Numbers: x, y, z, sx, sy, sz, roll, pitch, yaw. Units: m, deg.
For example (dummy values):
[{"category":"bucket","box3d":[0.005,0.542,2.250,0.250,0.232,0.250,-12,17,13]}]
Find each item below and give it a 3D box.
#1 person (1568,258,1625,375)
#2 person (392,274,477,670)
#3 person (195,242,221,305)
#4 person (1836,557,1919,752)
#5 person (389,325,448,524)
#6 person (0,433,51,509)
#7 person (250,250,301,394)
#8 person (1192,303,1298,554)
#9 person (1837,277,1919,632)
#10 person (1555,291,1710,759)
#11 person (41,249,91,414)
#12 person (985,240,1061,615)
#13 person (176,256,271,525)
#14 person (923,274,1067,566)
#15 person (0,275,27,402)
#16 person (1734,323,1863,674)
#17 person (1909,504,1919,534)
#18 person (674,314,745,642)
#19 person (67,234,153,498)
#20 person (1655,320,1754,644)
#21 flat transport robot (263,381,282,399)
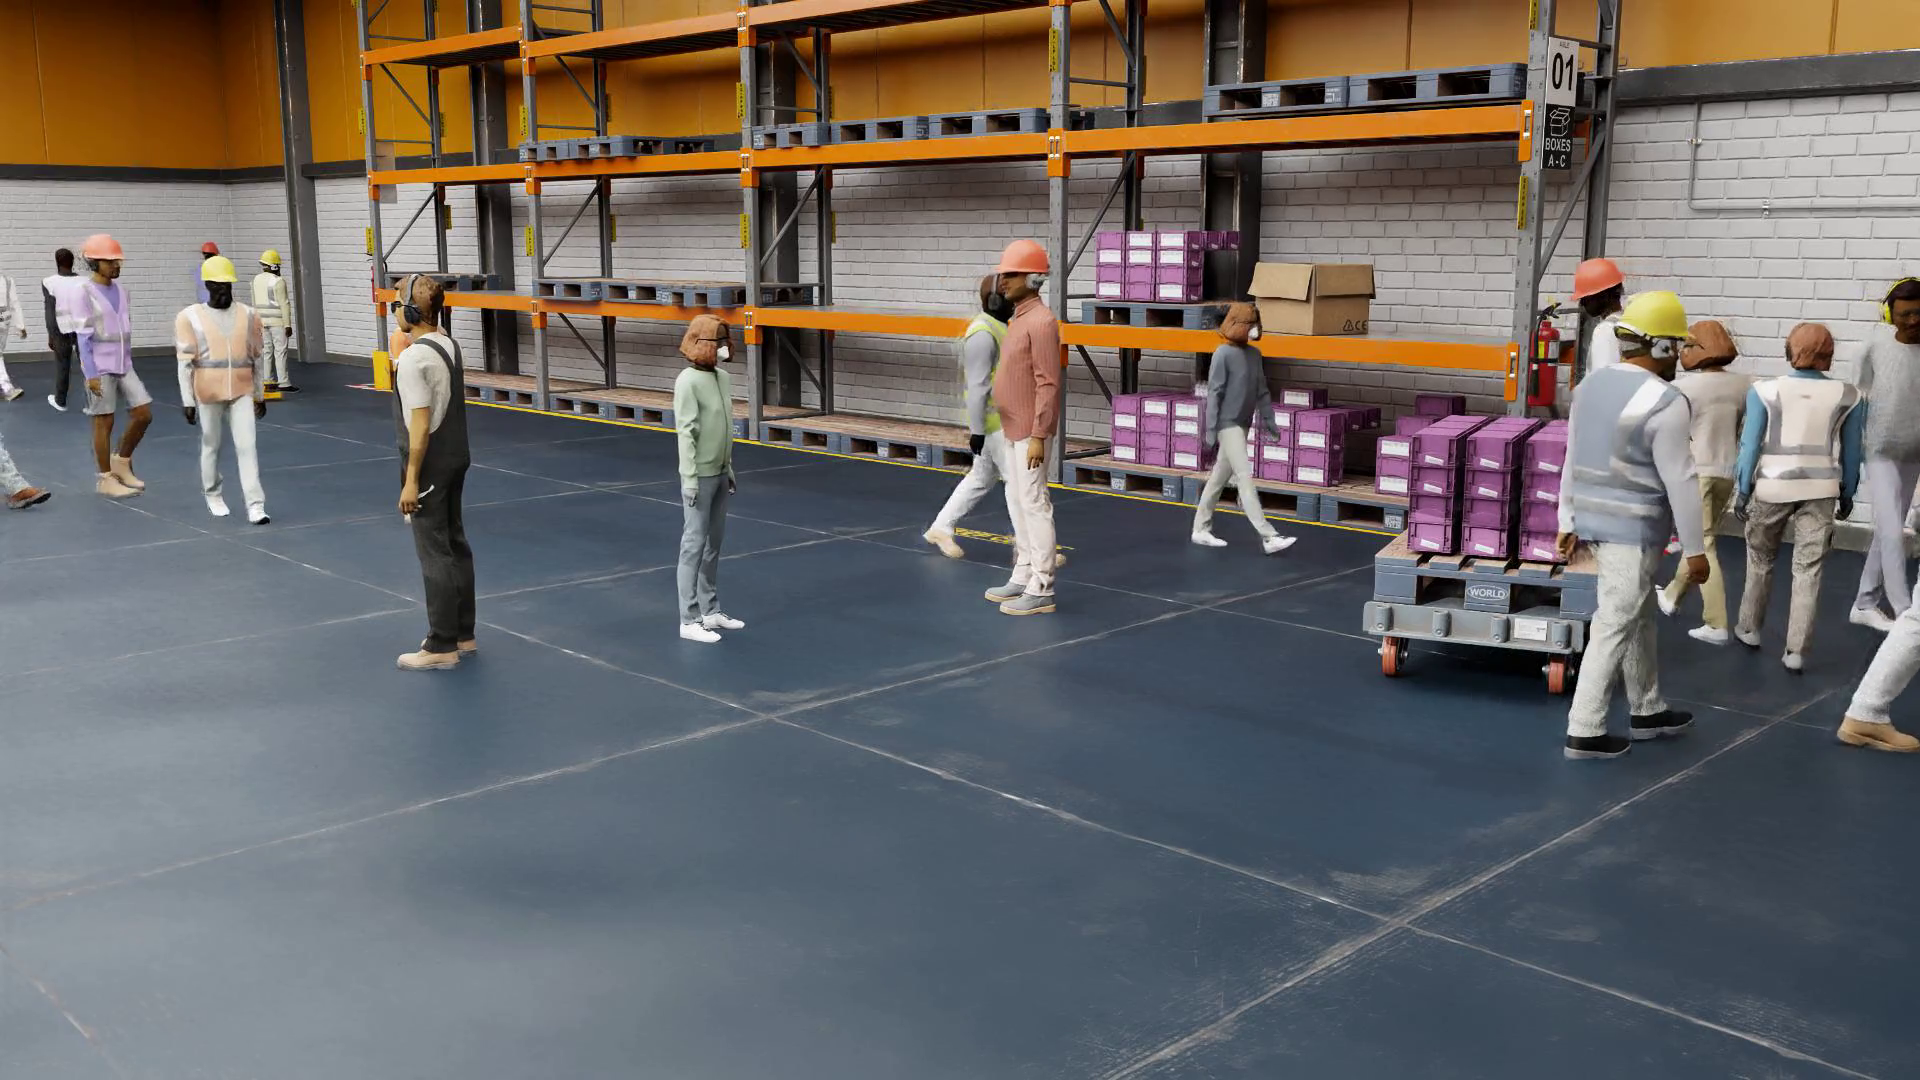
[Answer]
[{"category":"person","box3d":[3.693,-0.623,9.350,0.681,1.886,0.536,-9,14,-41]},{"category":"person","box3d":[-2.478,-0.314,7.792,0.338,1.845,0.515,1,10,6]},{"category":"person","box3d":[-12.231,-3.938,27.417,0.562,1.891,0.927,8,13,38]},{"category":"person","box3d":[3.929,-0.008,6.315,0.942,1.782,0.646,1,10,7]},{"category":"person","box3d":[-3.770,-0.961,11.712,0.322,1.699,0.536,4,11,22]},{"category":"person","box3d":[-7.331,-1.130,12.167,1.062,1.882,0.629,1,10,5]},{"category":"person","box3d":[-8.775,-2.787,21.310,0.600,1.831,0.404,5,12,28]},{"category":"person","box3d":[1.826,-0.705,10.597,0.847,1.586,0.518,8,13,39]},{"category":"person","box3d":[4.714,-0.369,8.205,0.654,1.807,0.904,-1,10,-5]},{"category":"person","box3d":[2.694,-0.048,6.439,0.779,1.802,0.619,-2,11,-11]},{"category":"person","box3d":[-10.156,-2.381,19.004,1.011,1.861,0.621,9,14,40]},{"category":"person","box3d":[0.345,-0.600,8.938,0.388,1.993,0.624,-2,11,-11]},{"category":"person","box3d":[-5.194,-1.053,11.747,0.604,1.880,1.015,-8,13,-39]},{"category":"person","box3d":[0.188,-0.745,10.256,0.917,1.806,0.631,2,11,13]},{"category":"person","box3d":[-11.813,-2.616,20.393,0.996,1.828,0.594,6,12,30]},{"category":"person","box3d":[3.947,-0.217,7.884,0.547,1.606,0.758,3,11,17]},{"category":"person","box3d":[4.045,-0.054,6.440,0.527,1.821,0.605,0,10,2]},{"category":"person","box3d":[-1.268,-0.316,8.377,0.266,1.631,0.507,3,11,16]},{"category":"person","box3d":[-6.512,-1.319,12.765,0.440,2.025,0.618,3,11,17]},{"category":"person","box3d":[3.721,-0.314,8.467,0.509,1.588,0.827,-2,11,-13]},{"category":"flat transport robot","box3d":[-8.993,-1.890,20.679,0.652,0.197,1.431,-8,13,-37]}]
